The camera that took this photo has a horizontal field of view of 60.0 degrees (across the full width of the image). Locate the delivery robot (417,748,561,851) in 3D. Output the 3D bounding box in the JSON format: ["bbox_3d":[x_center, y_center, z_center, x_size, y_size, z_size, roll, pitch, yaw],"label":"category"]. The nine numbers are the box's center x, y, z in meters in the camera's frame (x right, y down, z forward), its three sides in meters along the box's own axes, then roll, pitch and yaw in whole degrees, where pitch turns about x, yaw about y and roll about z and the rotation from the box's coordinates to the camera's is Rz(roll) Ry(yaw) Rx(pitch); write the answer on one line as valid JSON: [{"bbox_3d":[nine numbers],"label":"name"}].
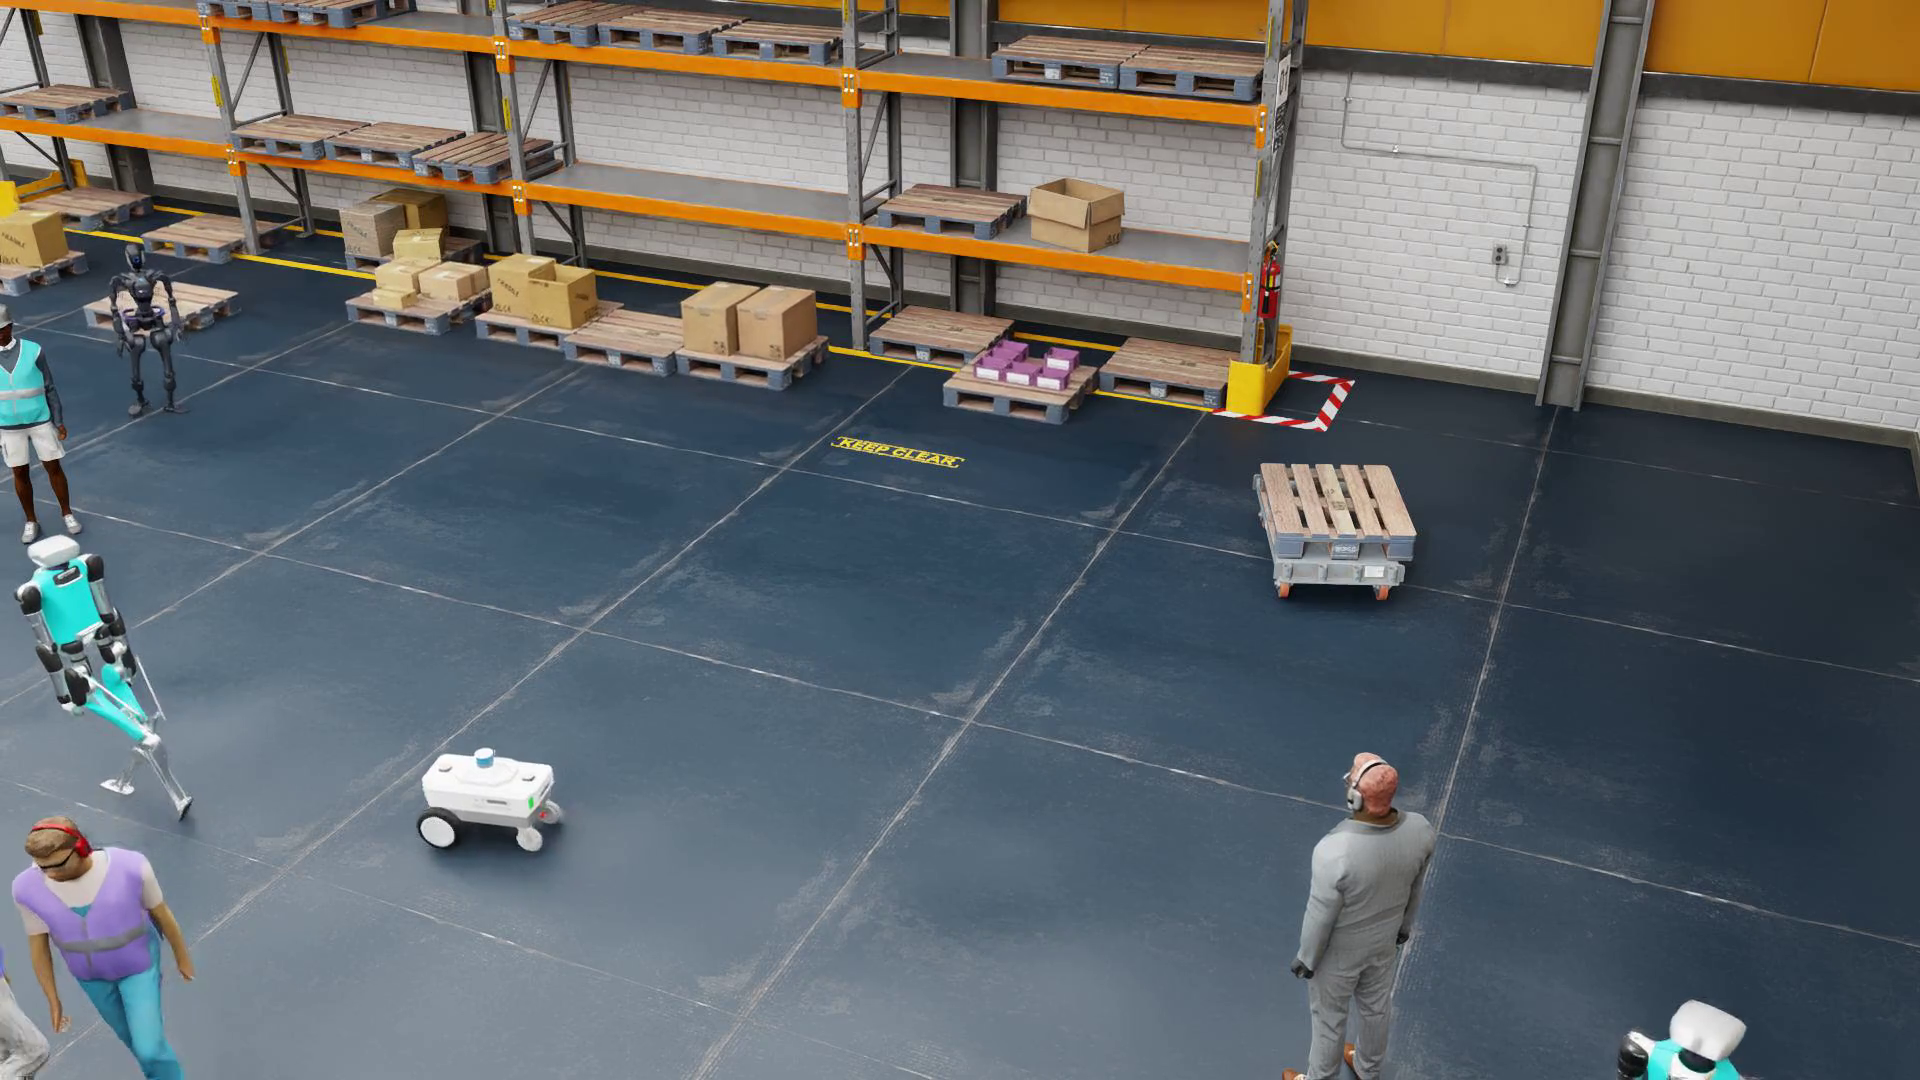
[{"bbox_3d":[-2.760,1.491,9.727,0.789,0.593,0.499,5,28,9],"label":"delivery robot"}]

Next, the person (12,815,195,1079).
[{"bbox_3d":[-3.785,1.968,7.430,0.592,1.810,0.653,-3,27,-6],"label":"person"}]

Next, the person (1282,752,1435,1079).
[{"bbox_3d":[1.801,1.806,7.648,0.653,1.904,0.409,-13,30,-23],"label":"person"}]

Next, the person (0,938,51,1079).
[{"bbox_3d":[-4.337,1.975,7.388,0.431,1.838,0.529,-13,30,-23],"label":"person"}]

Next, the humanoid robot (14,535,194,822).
[{"bbox_3d":[-4.838,0.863,9.701,0.986,1.768,0.535,12,30,22],"label":"humanoid robot"}]

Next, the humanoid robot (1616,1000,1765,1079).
[{"bbox_3d":[2.837,2.474,6.601,0.530,1.858,0.703,18,32,31],"label":"humanoid robot"}]

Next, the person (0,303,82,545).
[{"bbox_3d":[-7.264,-0.929,12.912,0.550,1.940,0.418,-13,30,-24],"label":"person"}]

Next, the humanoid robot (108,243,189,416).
[{"bbox_3d":[-7.400,-1.921,15.127,0.610,1.647,0.462,-18,32,-31],"label":"humanoid robot"}]
